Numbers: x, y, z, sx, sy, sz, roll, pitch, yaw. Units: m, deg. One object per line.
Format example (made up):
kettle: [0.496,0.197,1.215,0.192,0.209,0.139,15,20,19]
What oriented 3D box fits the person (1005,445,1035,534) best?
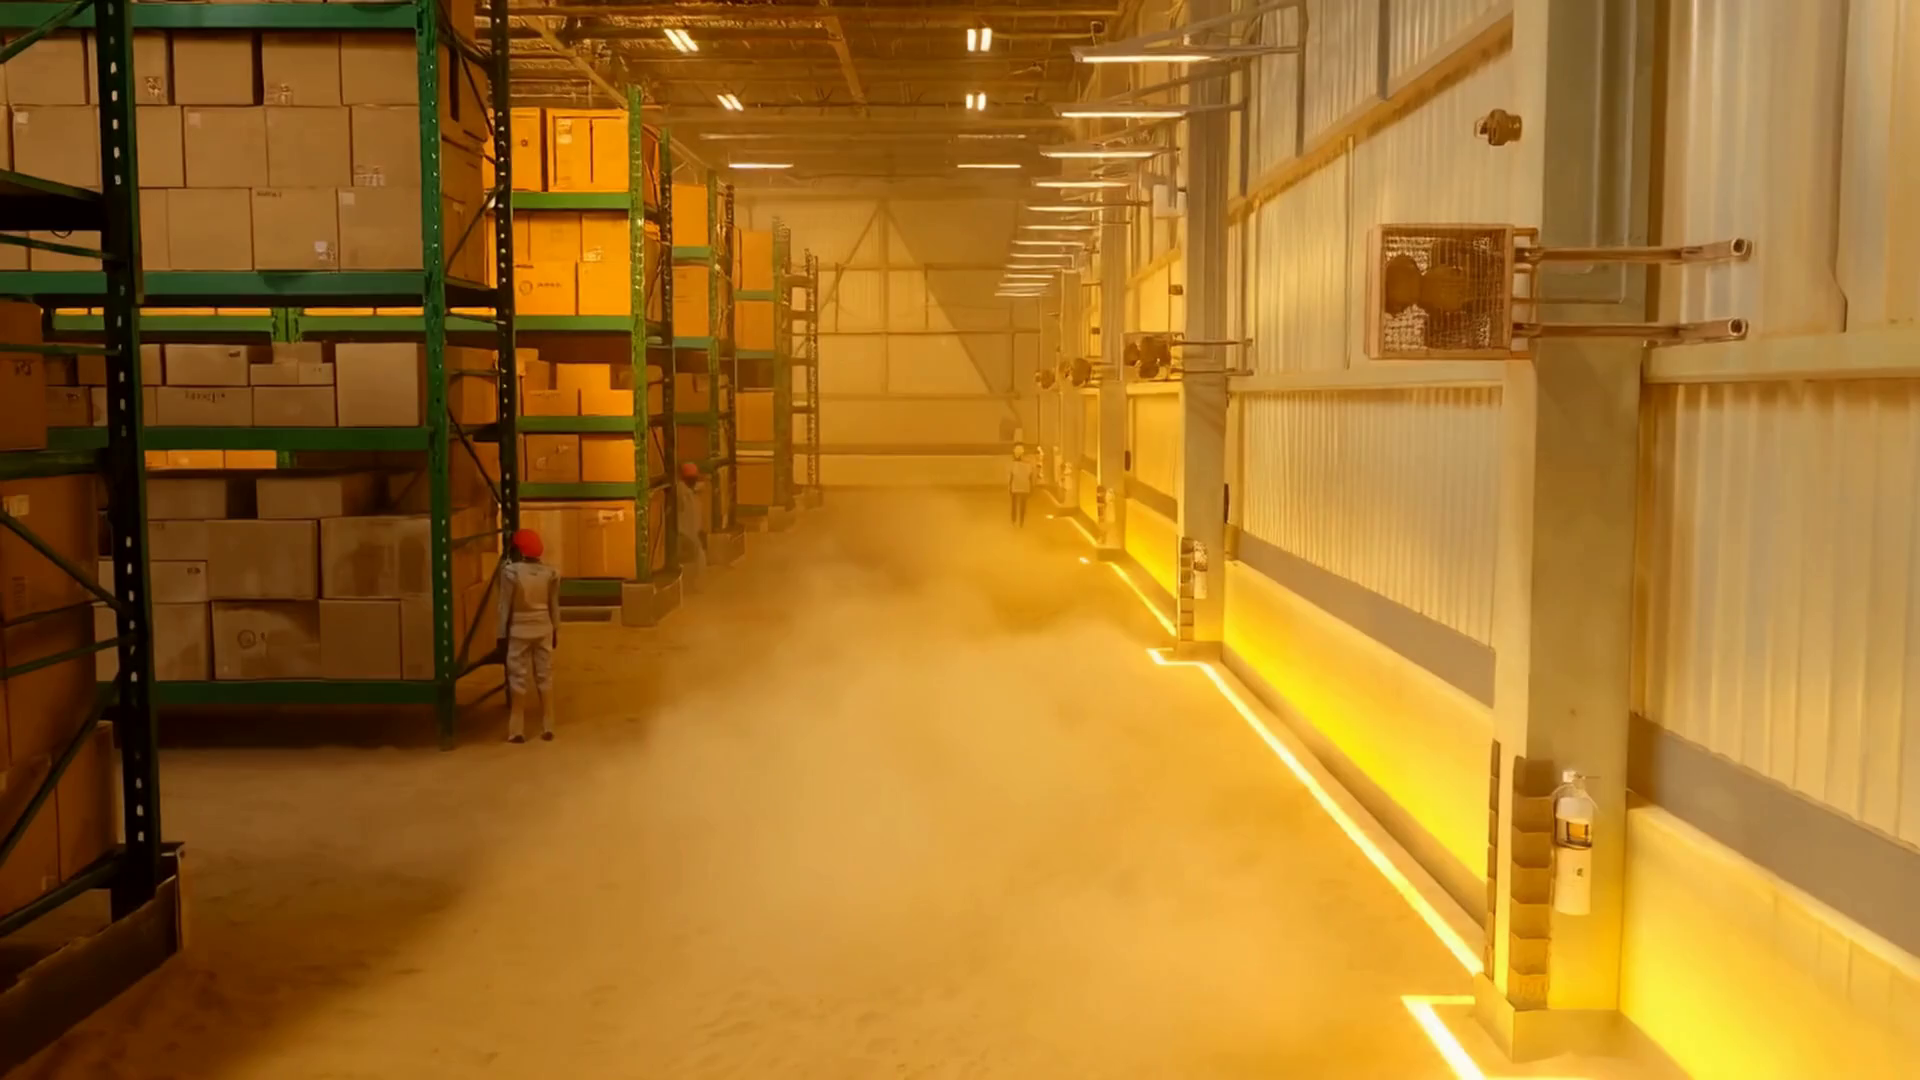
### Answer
person: [1.164,-0.989,32.194,0.568,1.704,0.897,0,5,2]

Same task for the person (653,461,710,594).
person: [-3.693,-0.155,21.956,0.654,1.797,0.620,1,5,14]

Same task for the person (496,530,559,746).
person: [-3.249,0.734,12.556,0.321,1.630,0.520,5,7,44]
